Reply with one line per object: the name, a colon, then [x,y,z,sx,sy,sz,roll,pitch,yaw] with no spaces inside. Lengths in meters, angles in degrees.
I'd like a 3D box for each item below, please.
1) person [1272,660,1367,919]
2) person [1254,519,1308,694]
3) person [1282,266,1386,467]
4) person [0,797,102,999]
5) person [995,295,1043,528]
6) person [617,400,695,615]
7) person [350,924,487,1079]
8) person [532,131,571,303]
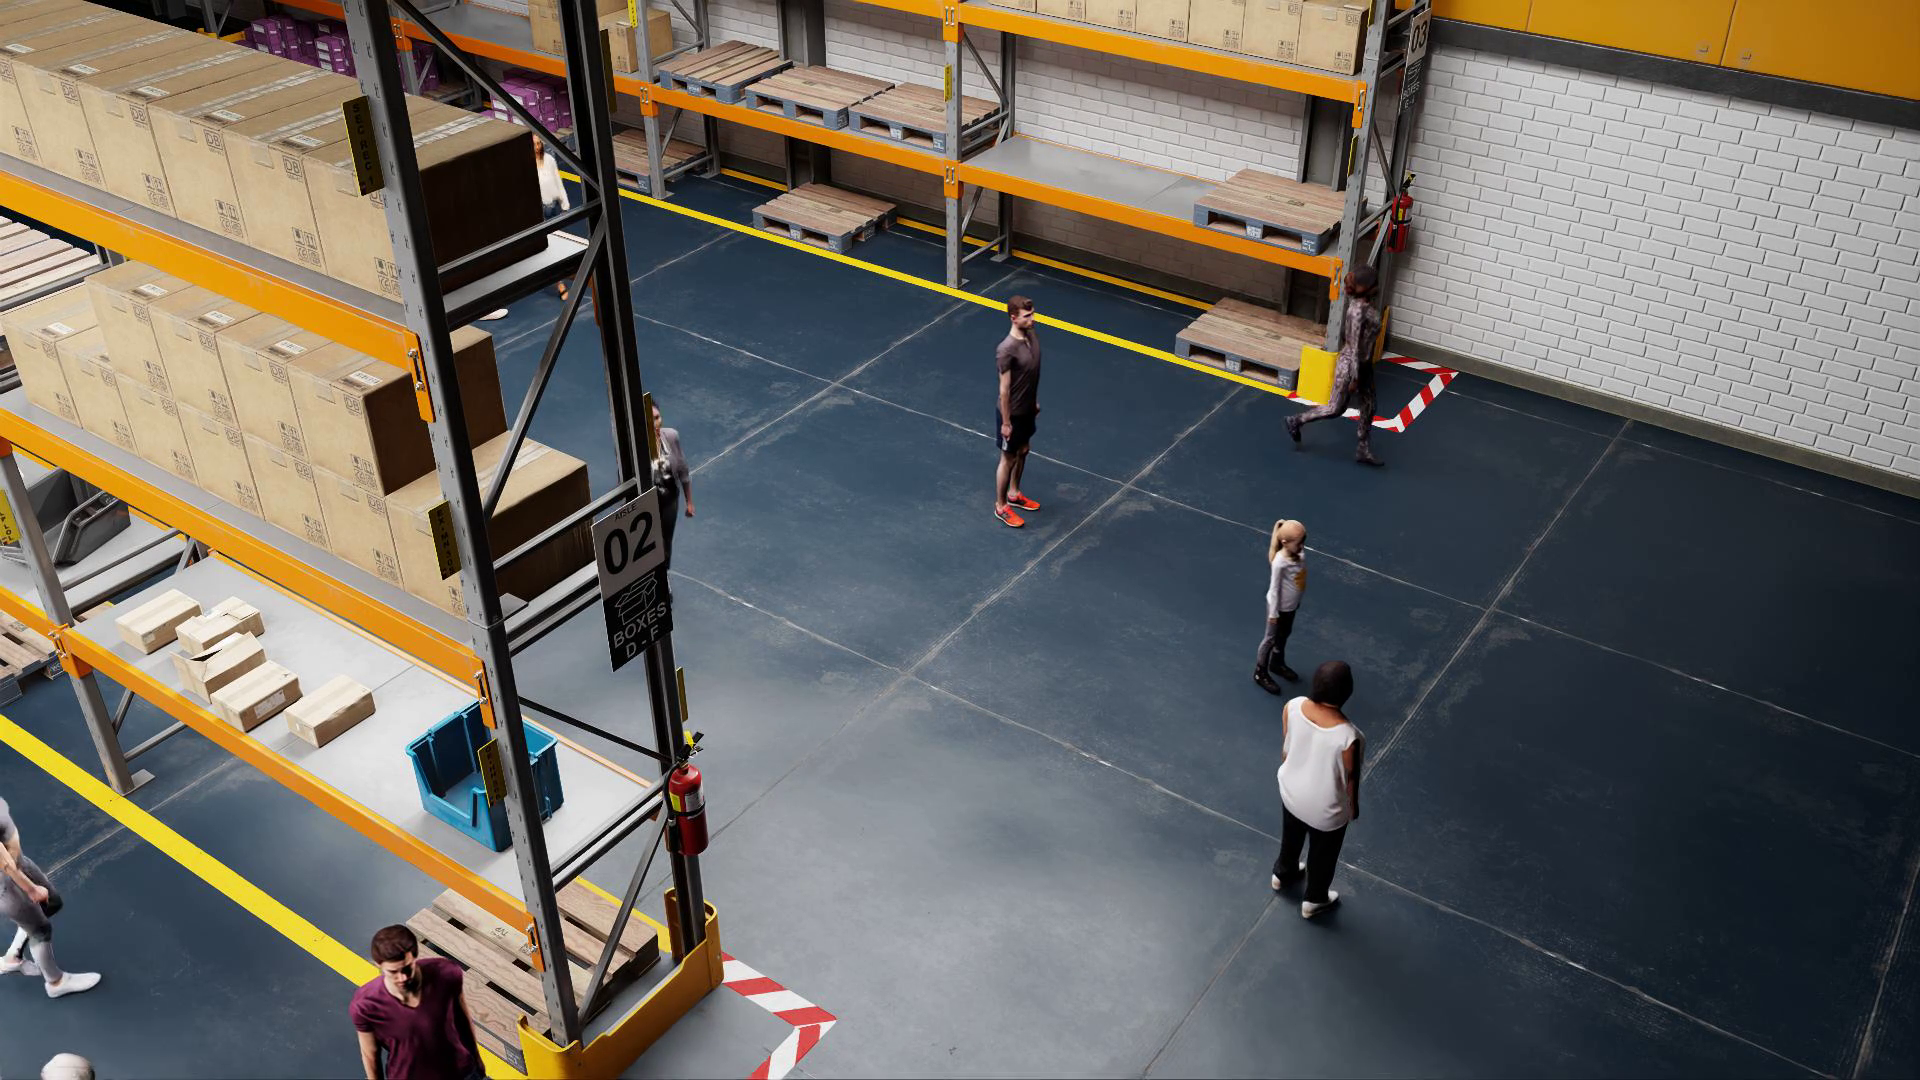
person: [1.977,1.367,9.144,0.796,1.687,0.663,-21,39,-29]
person: [2.122,0.406,10.959,0.513,1.277,0.496,26,41,33]
person: [3.060,-1.377,13.271,1.111,1.687,0.644,17,37,23]
person: [-4.978,1.762,8.548,0.799,1.688,0.767,-14,36,-19]
person: [0.434,-0.993,12.546,0.550,1.851,0.669,18,38,25]
person: [-2.160,-0.283,11.648,0.764,1.661,0.809,-19,38,-26]
person: [-2.377,2.381,7.471,0.721,1.850,0.698,-18,38,-25]
person: [-4.042,-3.152,15.983,0.752,1.642,1.100,-29,43,-36]
